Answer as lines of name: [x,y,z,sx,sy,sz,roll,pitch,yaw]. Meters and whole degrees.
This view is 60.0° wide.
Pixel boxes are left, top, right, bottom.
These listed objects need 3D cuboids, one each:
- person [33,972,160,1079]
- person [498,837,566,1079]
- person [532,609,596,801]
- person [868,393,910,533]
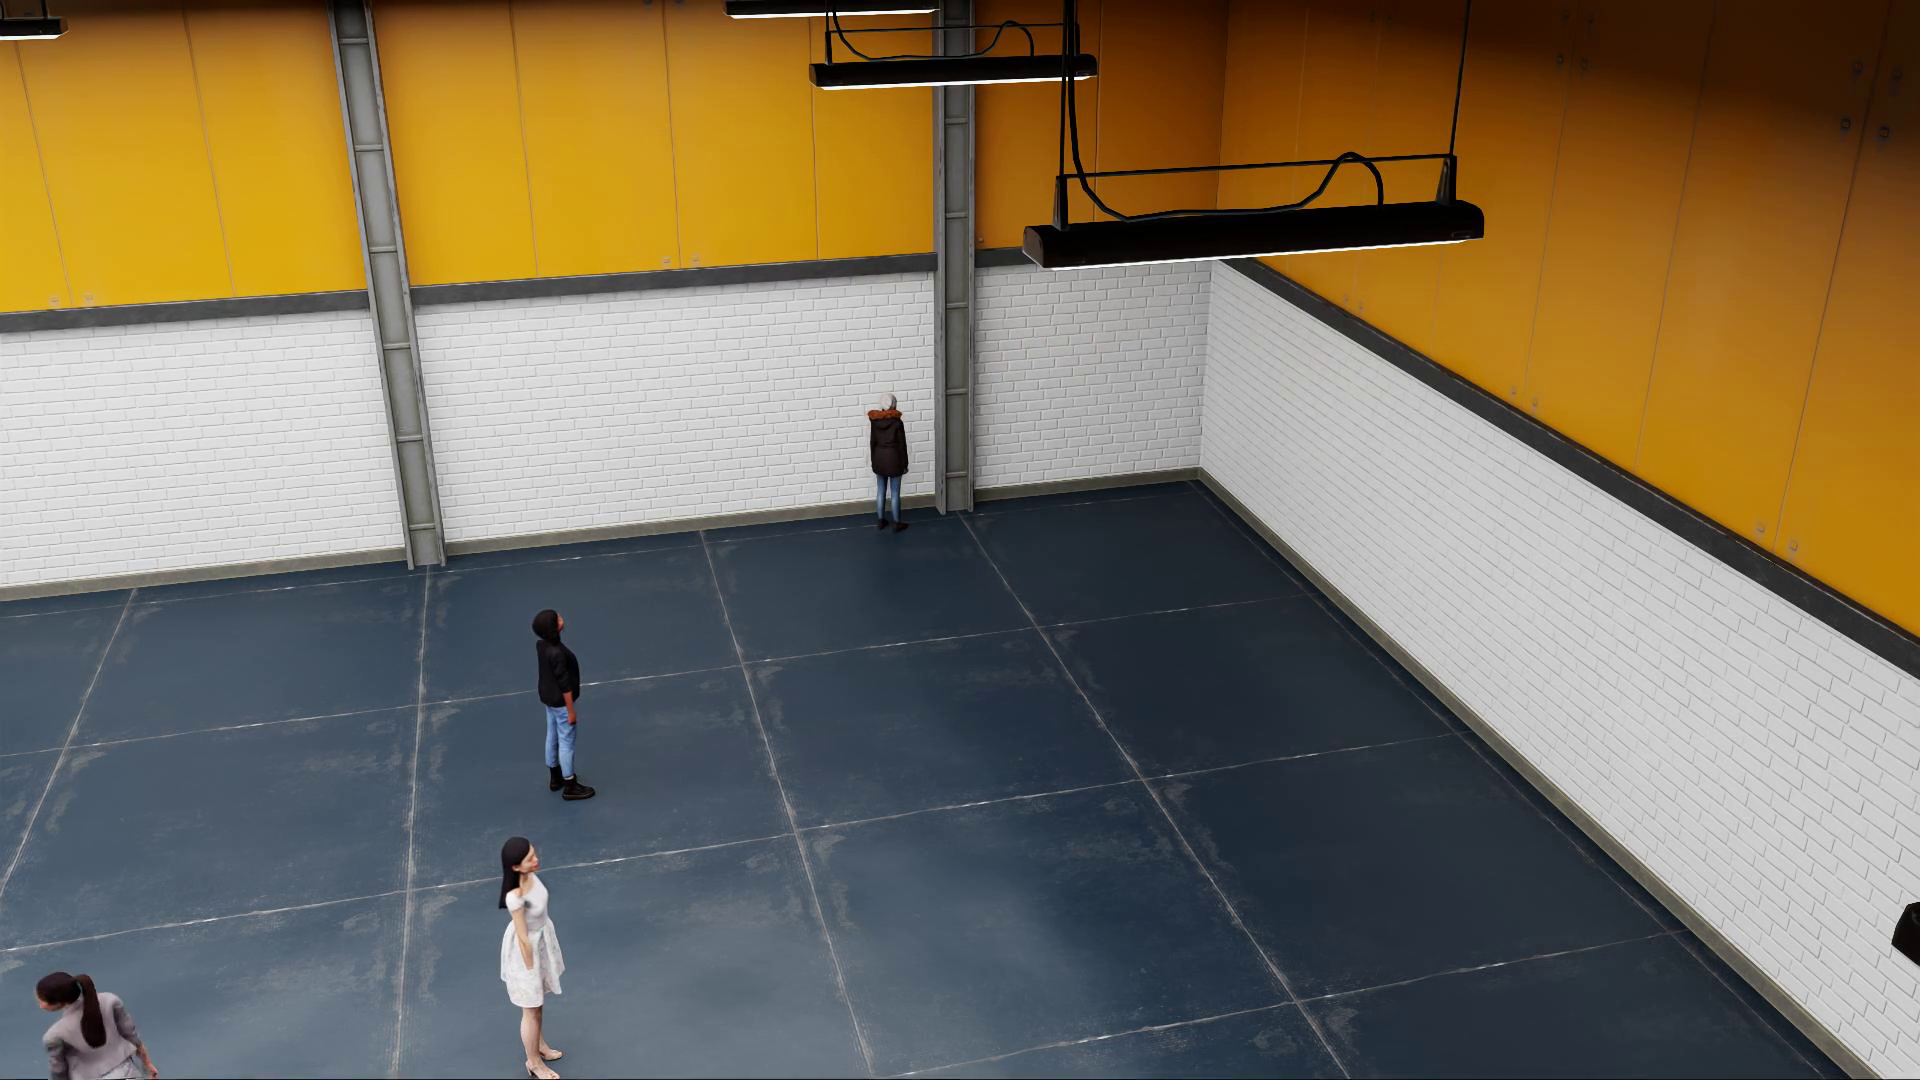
person: [-4.864,3.158,9.588,0.823,1.643,0.930,-19,30,-37]
person: [-2.727,2.655,10.575,0.679,1.775,0.685,-2,24,-6]
person: [-3.304,1.339,13.680,0.668,1.698,0.650,-18,29,-35]
person: [-0.811,-0.892,18.865,0.728,1.634,0.799,11,26,23]
